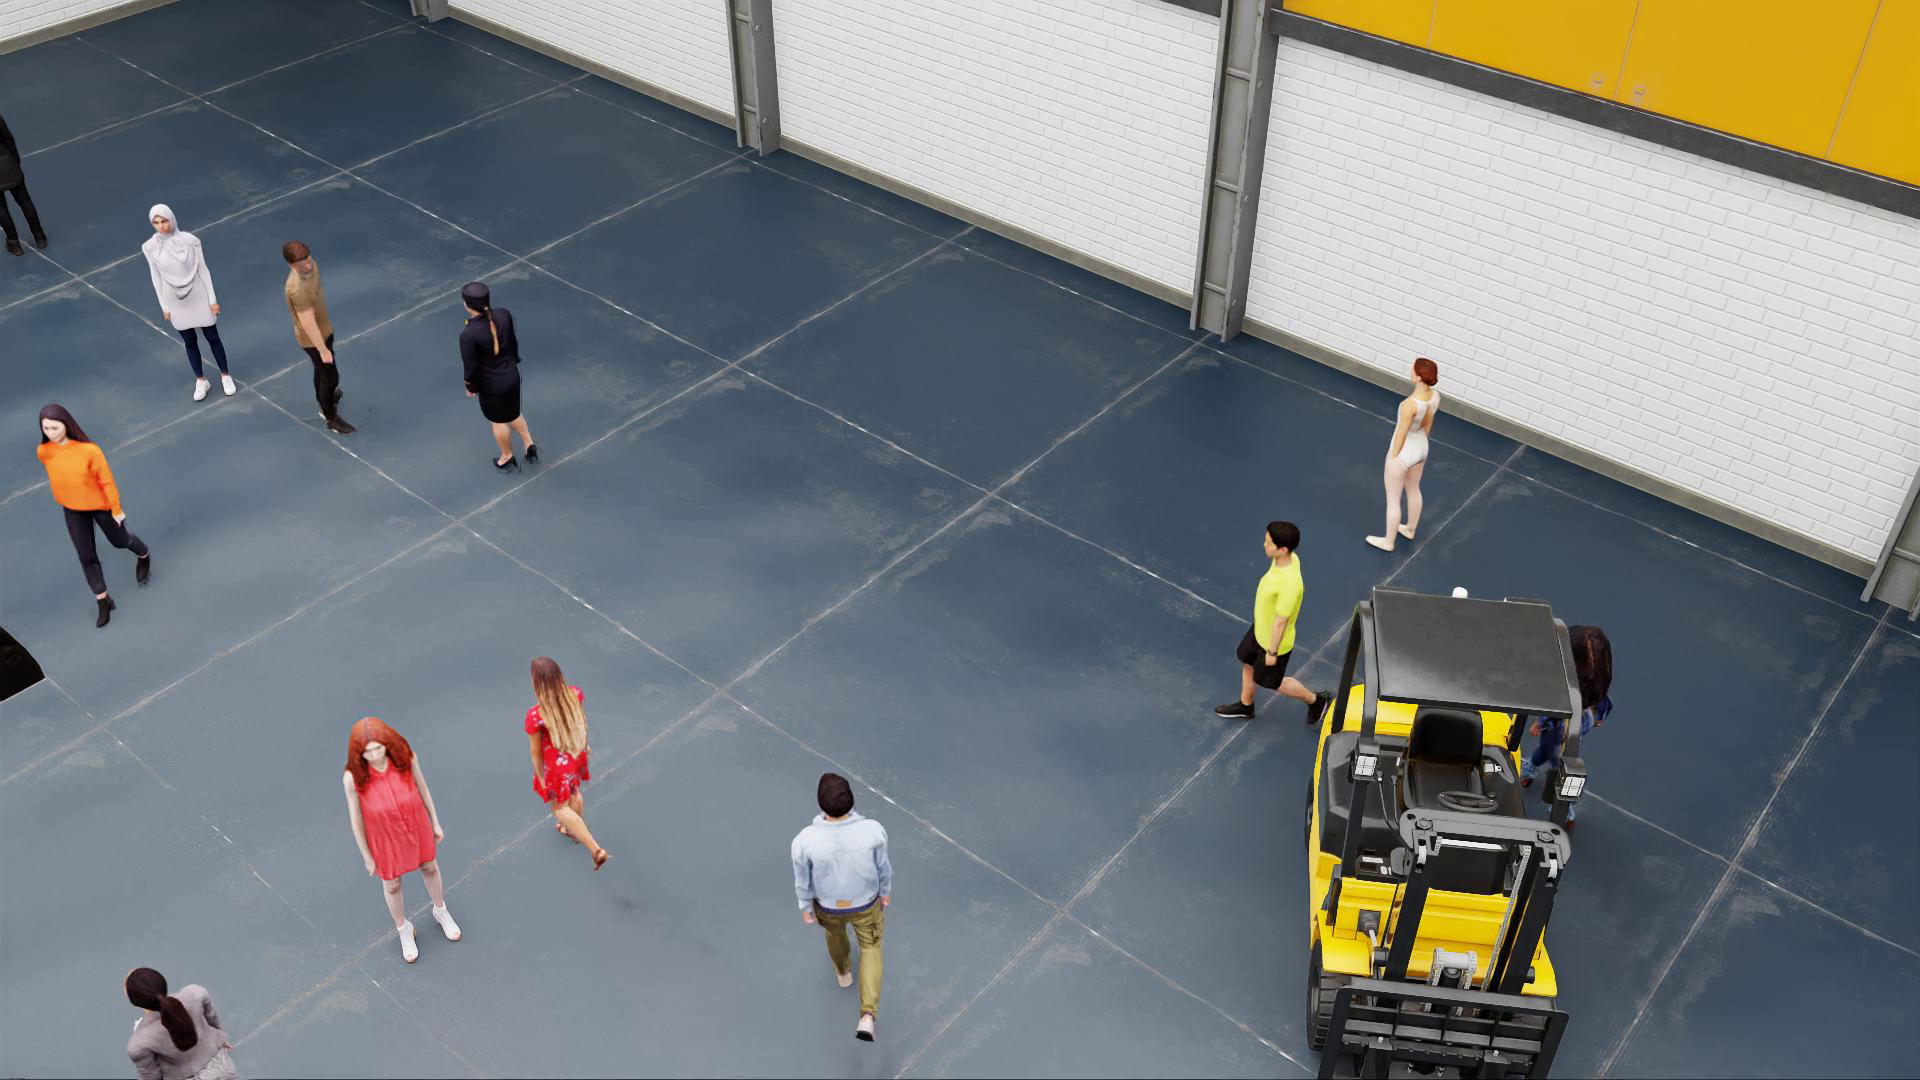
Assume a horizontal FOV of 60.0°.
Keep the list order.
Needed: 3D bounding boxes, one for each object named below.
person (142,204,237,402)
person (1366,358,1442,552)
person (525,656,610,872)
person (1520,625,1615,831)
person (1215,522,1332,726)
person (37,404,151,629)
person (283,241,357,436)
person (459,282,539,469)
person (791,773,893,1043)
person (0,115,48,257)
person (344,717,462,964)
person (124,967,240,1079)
[{"bbox_3d":[-6.531,-2.023,14.082,0.689,1.775,0.701,-11,40,-14],"label":"person"},{"bbox_3d":[3.372,-0.647,12.467,0.580,1.641,0.523,-26,46,-29],"label":"person"},{"bbox_3d":[-2.340,1.369,9.995,0.860,1.575,0.585,30,47,32],"label":"person"},{"bbox_3d":[3.779,1.184,10.210,0.783,1.595,0.924,-19,43,-23],"label":"person"},{"bbox_3d":[2.124,0.595,10.875,1.060,1.686,0.987,-1,39,-2],"label":"person"},{"bbox_3d":[-6.190,-0.273,11.929,1.007,1.728,1.020,2,39,3],"label":"person"},{"bbox_3d":[-5.307,-1.697,13.637,1.004,1.821,0.898,-13,40,-16],"label":"person"},{"bbox_3d":[-3.657,-1.267,13.217,0.723,1.672,0.761,19,42,22],"label":"person"},{"bbox_3d":[-0.602,1.994,9.038,1.089,1.792,1.158,-5,39,-6],"label":"person"},{"bbox_3d":[-9.293,-3.600,16.052,0.675,1.781,0.674,-25,45,-28],"label":"person"},{"bbox_3d":[-3.166,1.674,9.411,0.655,1.826,0.603,-23,44,-26],"label":"person"},{"bbox_3d":[-3.729,2.710,8.261,1.106,1.642,0.650,25,45,28],"label":"person"}]
